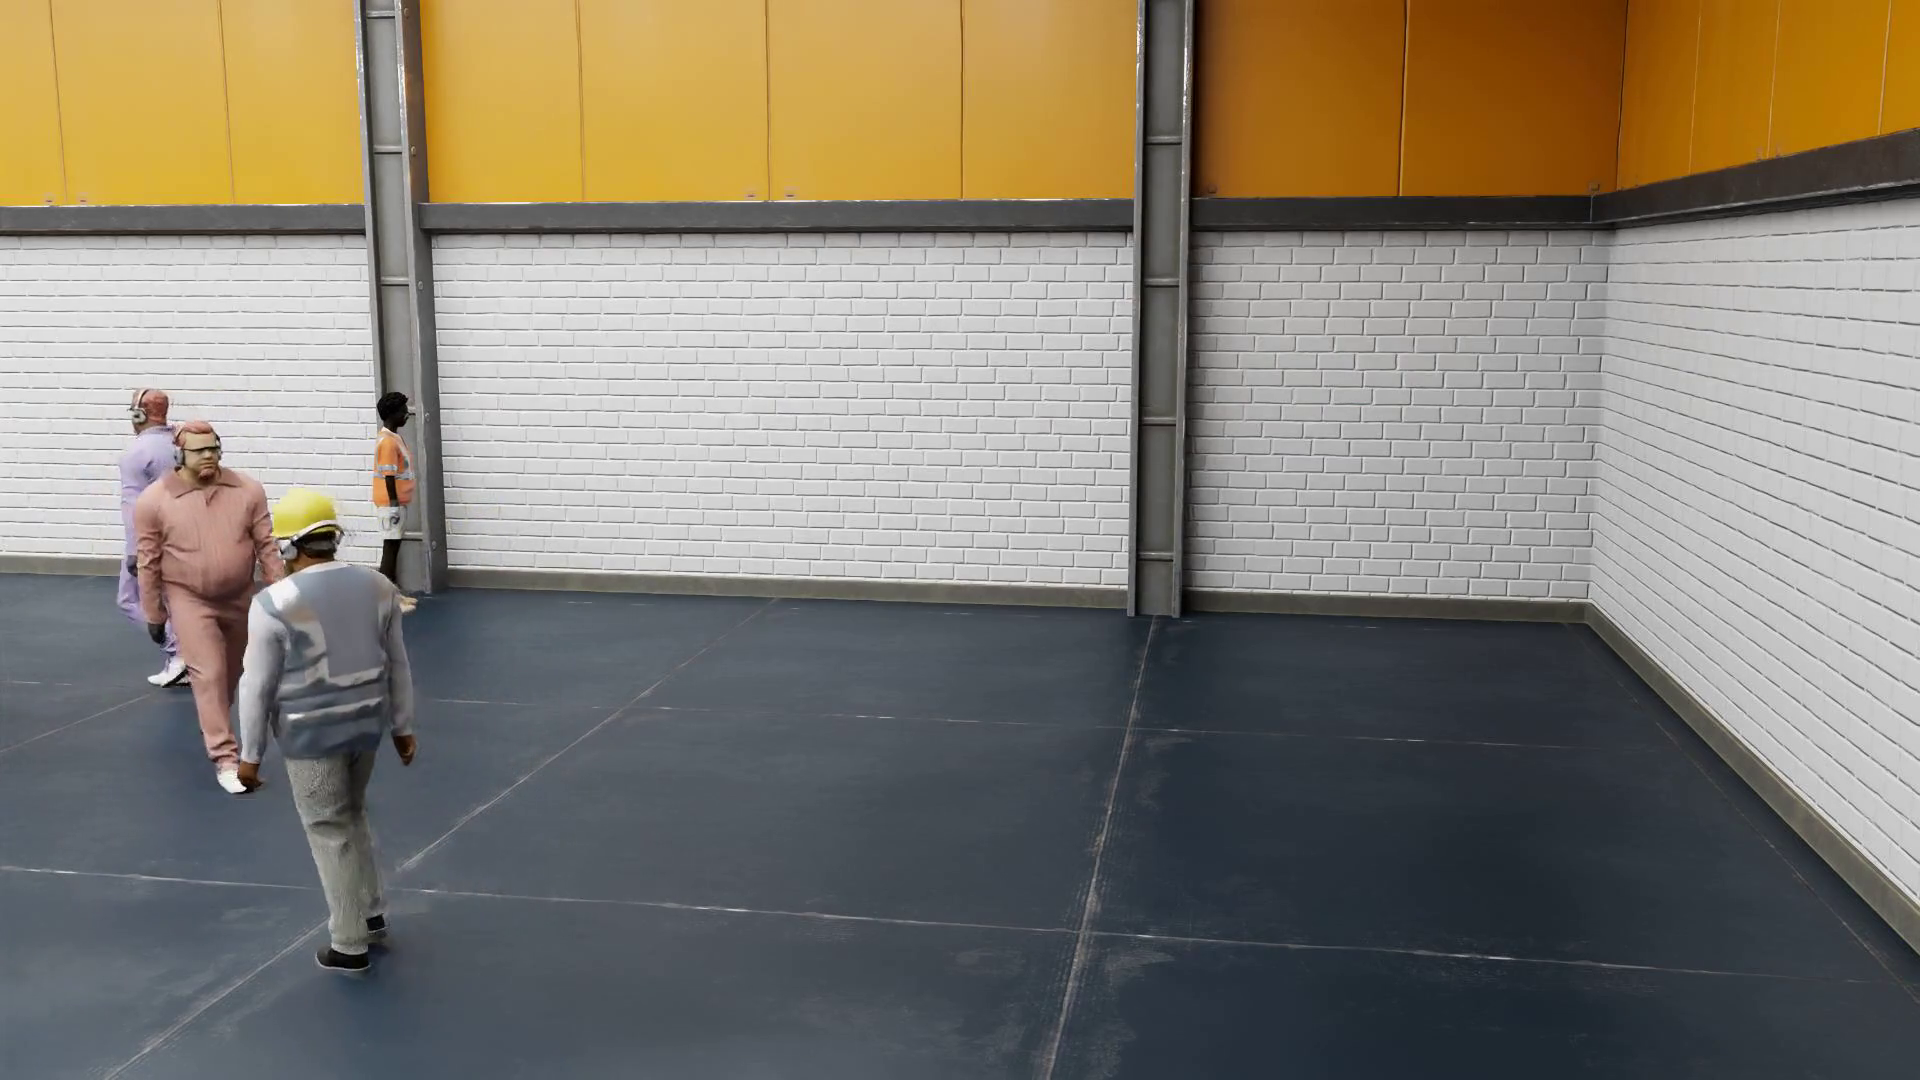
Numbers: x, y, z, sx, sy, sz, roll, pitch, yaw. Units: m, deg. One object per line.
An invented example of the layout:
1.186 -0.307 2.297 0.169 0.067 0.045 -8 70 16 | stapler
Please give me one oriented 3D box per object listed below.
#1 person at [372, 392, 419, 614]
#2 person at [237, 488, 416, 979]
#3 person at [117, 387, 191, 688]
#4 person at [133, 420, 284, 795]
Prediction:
-4.314 -0.285 12.687 0.318 1.691 0.534 -3 10 -17 | person
-2.368 0.710 6.168 0.546 1.806 0.611 5 11 29 | person
-4.969 0.000 10.311 0.429 1.888 0.666 2 9 12 | person
-3.859 0.301 8.561 0.654 1.866 0.989 -9 13 -43 | person
